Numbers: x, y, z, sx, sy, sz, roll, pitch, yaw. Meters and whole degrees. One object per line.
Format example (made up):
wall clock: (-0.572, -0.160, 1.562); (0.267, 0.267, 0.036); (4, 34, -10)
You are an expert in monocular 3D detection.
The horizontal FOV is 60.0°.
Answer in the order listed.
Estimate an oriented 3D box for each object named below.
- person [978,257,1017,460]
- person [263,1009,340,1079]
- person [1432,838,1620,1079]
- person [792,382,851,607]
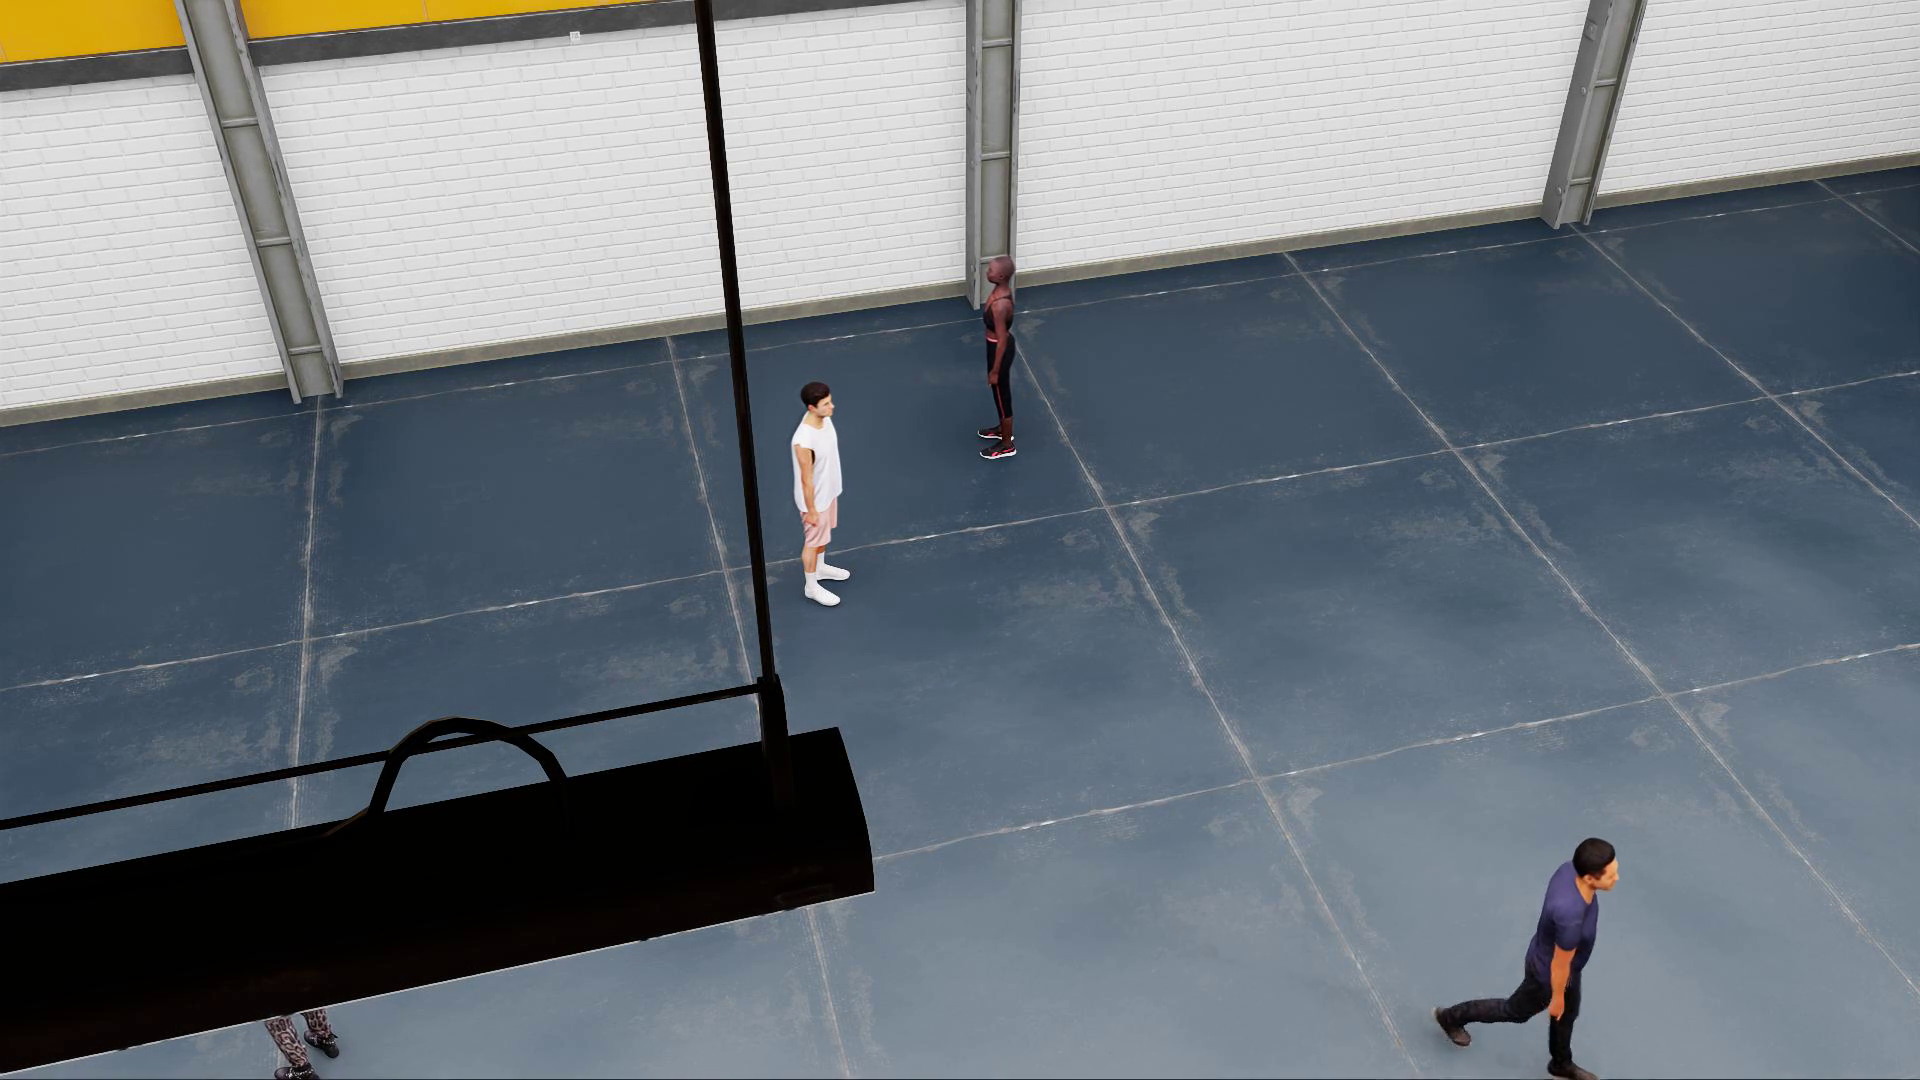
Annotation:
person: (0.325, -1.450, 13.096); (0.628, 1.757, 0.637); (1, 39, 1)
person: (-3.558, 2.204, 8.556); (0.720, 1.714, 0.679); (14, 41, 17)
person: (2.964, 2.162, 8.572); (1.210, 1.760, 1.130); (19, 42, 22)
person: (-1.008, -0.357, 11.705); (0.718, 1.786, 0.726); (8, 39, 10)
